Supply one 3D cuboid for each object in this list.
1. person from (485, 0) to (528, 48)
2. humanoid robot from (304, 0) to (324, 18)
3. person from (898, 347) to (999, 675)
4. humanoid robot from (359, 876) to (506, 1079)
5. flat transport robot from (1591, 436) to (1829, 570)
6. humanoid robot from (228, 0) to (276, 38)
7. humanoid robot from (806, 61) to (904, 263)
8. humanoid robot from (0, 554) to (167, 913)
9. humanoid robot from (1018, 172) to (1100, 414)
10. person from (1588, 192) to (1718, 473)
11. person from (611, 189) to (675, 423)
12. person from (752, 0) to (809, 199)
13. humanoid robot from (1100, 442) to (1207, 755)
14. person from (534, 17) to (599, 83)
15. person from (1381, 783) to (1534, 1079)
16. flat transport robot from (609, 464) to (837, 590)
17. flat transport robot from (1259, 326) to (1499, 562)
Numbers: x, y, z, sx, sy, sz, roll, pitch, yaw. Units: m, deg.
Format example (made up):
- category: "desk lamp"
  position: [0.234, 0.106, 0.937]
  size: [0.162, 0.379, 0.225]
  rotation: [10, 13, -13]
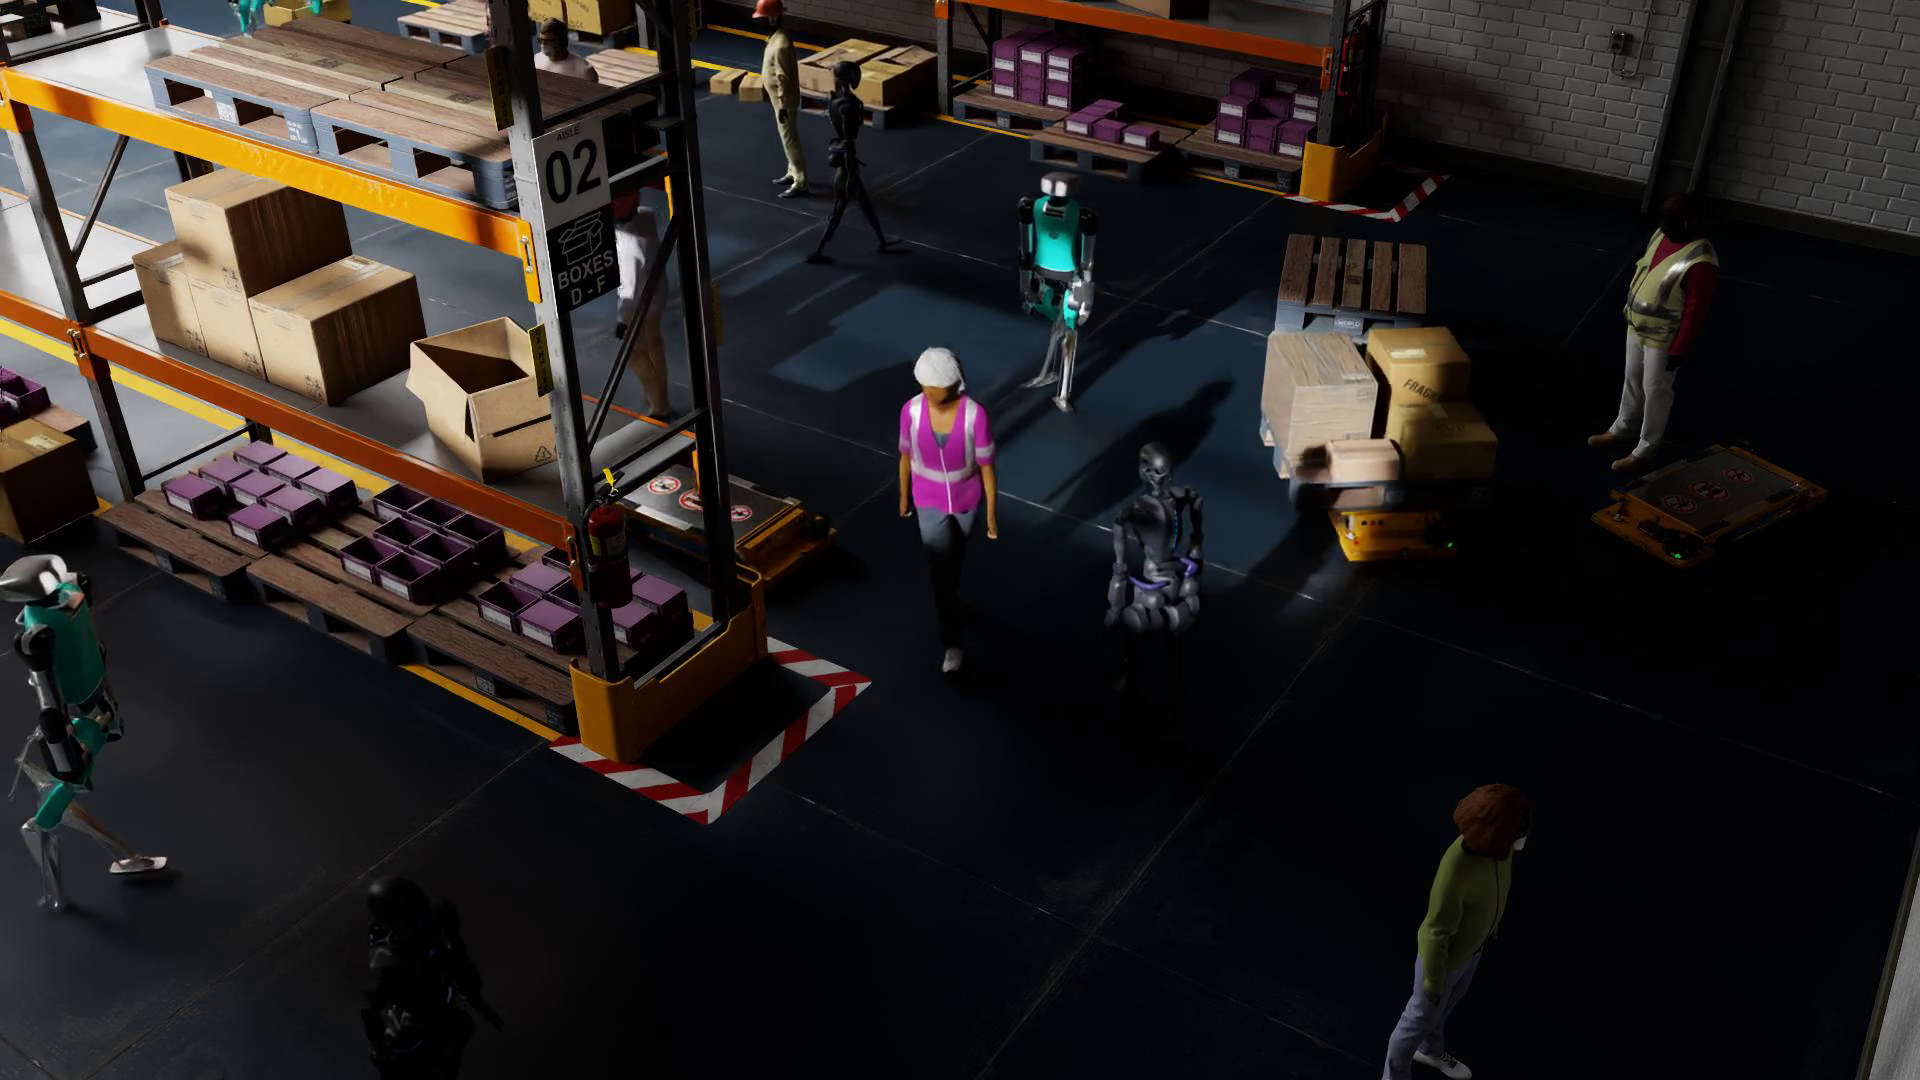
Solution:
- category: "person"
  position: [-4.065, -4.368, 15.046]
  size: [0.498, 1.949, 0.426]
  rotation: [26, 41, 34]
- category: "humanoid robot"
  position: [-6.992, -6.112, 17.950]
  size: [0.828, 1.787, 0.563]
  rotation: [19, 38, 26]
- category: "person"
  position: [-0.058, -0.204, 8.793]
  size: [0.530, 1.795, 0.913]
  rotation: [-2, 33, -2]
- category: "humanoid robot"
  position: [-1.829, 1.786, 5.862]
  size: [0.720, 1.635, 0.589]
  rotation: [9, 34, 13]
- category: "flat transport robot"
  position: [4.634, -0.240, 10.242]
  size: [1.431, 0.231, 0.659]
  rotation: [-20, 38, -27]
- category: "humanoid robot"
  position: [-7.549, -5.797, 17.468]
  size: [0.531, 1.784, 0.966]
  rotation: [-25, 41, -33]
- category: "humanoid robot"
  position: [-0.858, -2.997, 13.231]
  size: [0.810, 1.616, 0.615]
  rotation: [-2, 33, -3]
- category: "humanoid robot"
  position: [-3.994, 0.895, 7.213]
  size: [0.759, 1.867, 0.533]
  rotation: [-2, 33, -3]
- category: "humanoid robot"
  position: [0.705, -1.714, 11.154]
  size: [0.599, 1.767, 0.882]
  rotation: [12, 35, 17]
- category: "person"
  position: [4.361, -1.301, 10.433]
  size: [0.429, 1.840, 0.633]
  rotation: [-4, 33, -6]
- category: "person"
  position: [-2.089, -1.587, 10.996]
  size: [0.368, 1.708, 0.615]
  rotation: [5, 33, 8]
- category: "person"
  position: [-1.569, -3.859, 14.460]
  size: [0.385, 1.739, 0.575]
  rotation: [-7, 34, -11]
- category: "humanoid robot"
  position: [0.970, 0.268, 8.208]
  size: [0.609, 1.622, 0.721]
  rotation: [-19, 38, -27]
- category: "person"
  position: [-3.119, -3.179, 13.231]
  size: [0.628, 1.939, 0.373]
  rotation: [12, 35, 18]
- category: "person"
  position: [1.877, 1.540, 6.263]
  size: [0.285, 1.626, 0.495]
  rotation: [26, 41, 34]
- category: "flat transport robot"
  position: [-1.508, -0.135, 10.080]
  size: [1.431, 0.231, 0.659]
  rotation: [20, 38, 28]
- category: "flat transport robot"
  position: [2.565, -0.335, 10.388]
  size: [0.659, 0.231, 1.431]
  rotation: [-2, 33, -4]
